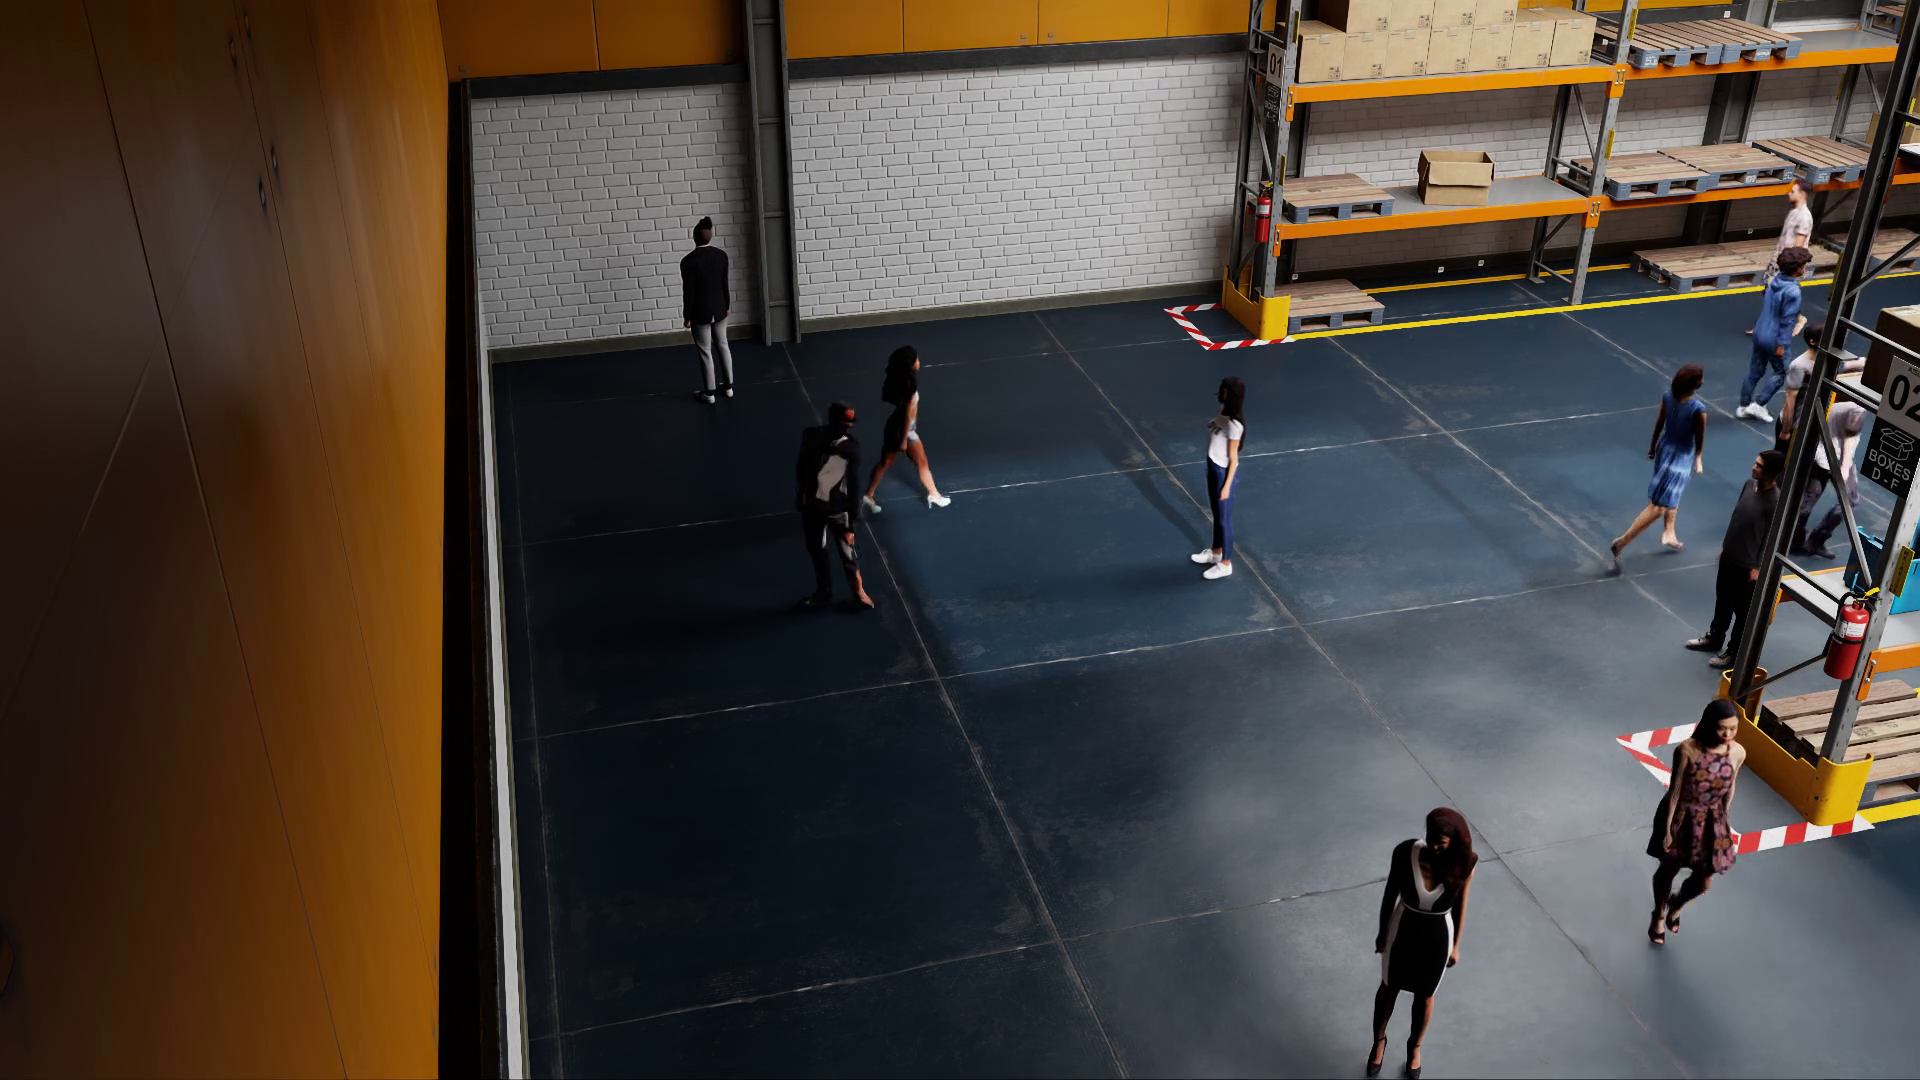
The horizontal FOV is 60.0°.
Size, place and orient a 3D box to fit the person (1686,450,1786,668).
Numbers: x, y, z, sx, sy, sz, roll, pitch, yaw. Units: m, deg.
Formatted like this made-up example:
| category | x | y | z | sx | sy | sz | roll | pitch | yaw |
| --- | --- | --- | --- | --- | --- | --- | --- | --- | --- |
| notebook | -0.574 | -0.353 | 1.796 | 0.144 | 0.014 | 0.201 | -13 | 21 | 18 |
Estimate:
| category | x | y | z | sx | sy | sz | roll | pitch | yaw |
| --- | --- | --- | --- | --- | --- | --- | --- | --- | --- |
| person | 5.928 | 0.120 | 12.555 | 0.537 | 1.761 | 0.616 | -6 | 29 | -11 |

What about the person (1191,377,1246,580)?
| category | x | y | z | sx | sy | sz | roll | pitch | yaw |
| --- | --- | --- | --- | --- | --- | --- | --- | --- | --- |
| person | 2.182 | -0.527 | 13.727 | 0.550 | 1.774 | 0.612 | -4 | 29 | -7 |

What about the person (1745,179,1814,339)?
| category | x | y | z | sx | sy | sz | roll | pitch | yaw |
| --- | --- | --- | --- | --- | --- | --- | --- | --- | --- |
| person | 9.213 | -3.064 | 18.357 | 0.944 | 1.794 | 0.856 | 5 | 29 | 8 |

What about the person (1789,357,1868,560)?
| category | x | y | z | sx | sy | sz | roll | pitch | yaw |
| --- | --- | --- | --- | --- | --- | --- | --- | --- | --- |
| person | 7.224 | -0.678 | 13.951 | 0.702 | 1.825 | 0.728 | -2 | 29 | -3 |

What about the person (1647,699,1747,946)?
| category | x | y | z | sx | sy | sz | roll | pitch | yaw |
| --- | --- | --- | --- | --- | --- | --- | --- | --- | --- |
| person | 4.258 | 1.630 | 9.783 | 0.751 | 1.764 | 0.807 | 3 | 29 | 5 |

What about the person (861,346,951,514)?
| category | x | y | z | sx | sy | sz | roll | pitch | yaw |
| --- | --- | --- | --- | --- | --- | --- | --- | --- | --- |
| person | -0.585 | -0.906 | 14.626 | 1.063 | 1.579 | 0.631 | -10 | 30 | -18 |

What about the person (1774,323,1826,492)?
| category | x | y | z | sx | sy | sz | roll | pitch | yaw |
| --- | --- | --- | --- | --- | --- | --- | --- | --- | --- |
| person | 7.296 | -1.019 | 14.541 | 0.659 | 1.859 | 0.804 | -23 | 36 | -36 |

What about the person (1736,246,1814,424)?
| category | x | y | z | sx | sy | sz | roll | pitch | yaw |
| --- | --- | --- | --- | --- | --- | --- | --- | --- | --- |
| person | 7.949 | -2.007 | 16.418 | 0.715 | 1.796 | 0.763 | 0 | 29 | -1 |

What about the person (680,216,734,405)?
| category | x | y | z | sx | sy | sz | roll | pitch | yaw |
| --- | --- | --- | --- | --- | --- | --- | --- | --- | --- |
| person | -2.552 | -2.349 | 16.885 | 0.700 | 1.949 | 0.849 | -22 | 35 | -34 |

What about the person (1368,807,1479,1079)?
| category | x | y | z | sx | sy | sz | roll | pitch | yaw |
| --- | --- | --- | --- | --- | --- | --- | --- | --- | --- |
| person | 2.431 | 2.133 | 8.828 | 0.592 | 1.796 | 0.714 | 7 | 29 | 13 |

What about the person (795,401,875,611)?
| category | x | y | z | sx | sy | sz | roll | pitch | yaw |
| --- | --- | --- | --- | --- | --- | --- | --- | --- | --- |
| person | -1.082 | -0.281 | 13.193 | 0.844 | 1.854 | 0.935 | 22 | 35 | 34 |

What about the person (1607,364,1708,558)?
| category | x | y | z | sx | sy | sz | roll | pitch | yaw |
| --- | --- | --- | --- | --- | --- | --- | --- | --- | --- |
| person | 5.865 | -0.592 | 13.847 | 1.123 | 1.772 | 0.677 | -9 | 30 | -17 |
